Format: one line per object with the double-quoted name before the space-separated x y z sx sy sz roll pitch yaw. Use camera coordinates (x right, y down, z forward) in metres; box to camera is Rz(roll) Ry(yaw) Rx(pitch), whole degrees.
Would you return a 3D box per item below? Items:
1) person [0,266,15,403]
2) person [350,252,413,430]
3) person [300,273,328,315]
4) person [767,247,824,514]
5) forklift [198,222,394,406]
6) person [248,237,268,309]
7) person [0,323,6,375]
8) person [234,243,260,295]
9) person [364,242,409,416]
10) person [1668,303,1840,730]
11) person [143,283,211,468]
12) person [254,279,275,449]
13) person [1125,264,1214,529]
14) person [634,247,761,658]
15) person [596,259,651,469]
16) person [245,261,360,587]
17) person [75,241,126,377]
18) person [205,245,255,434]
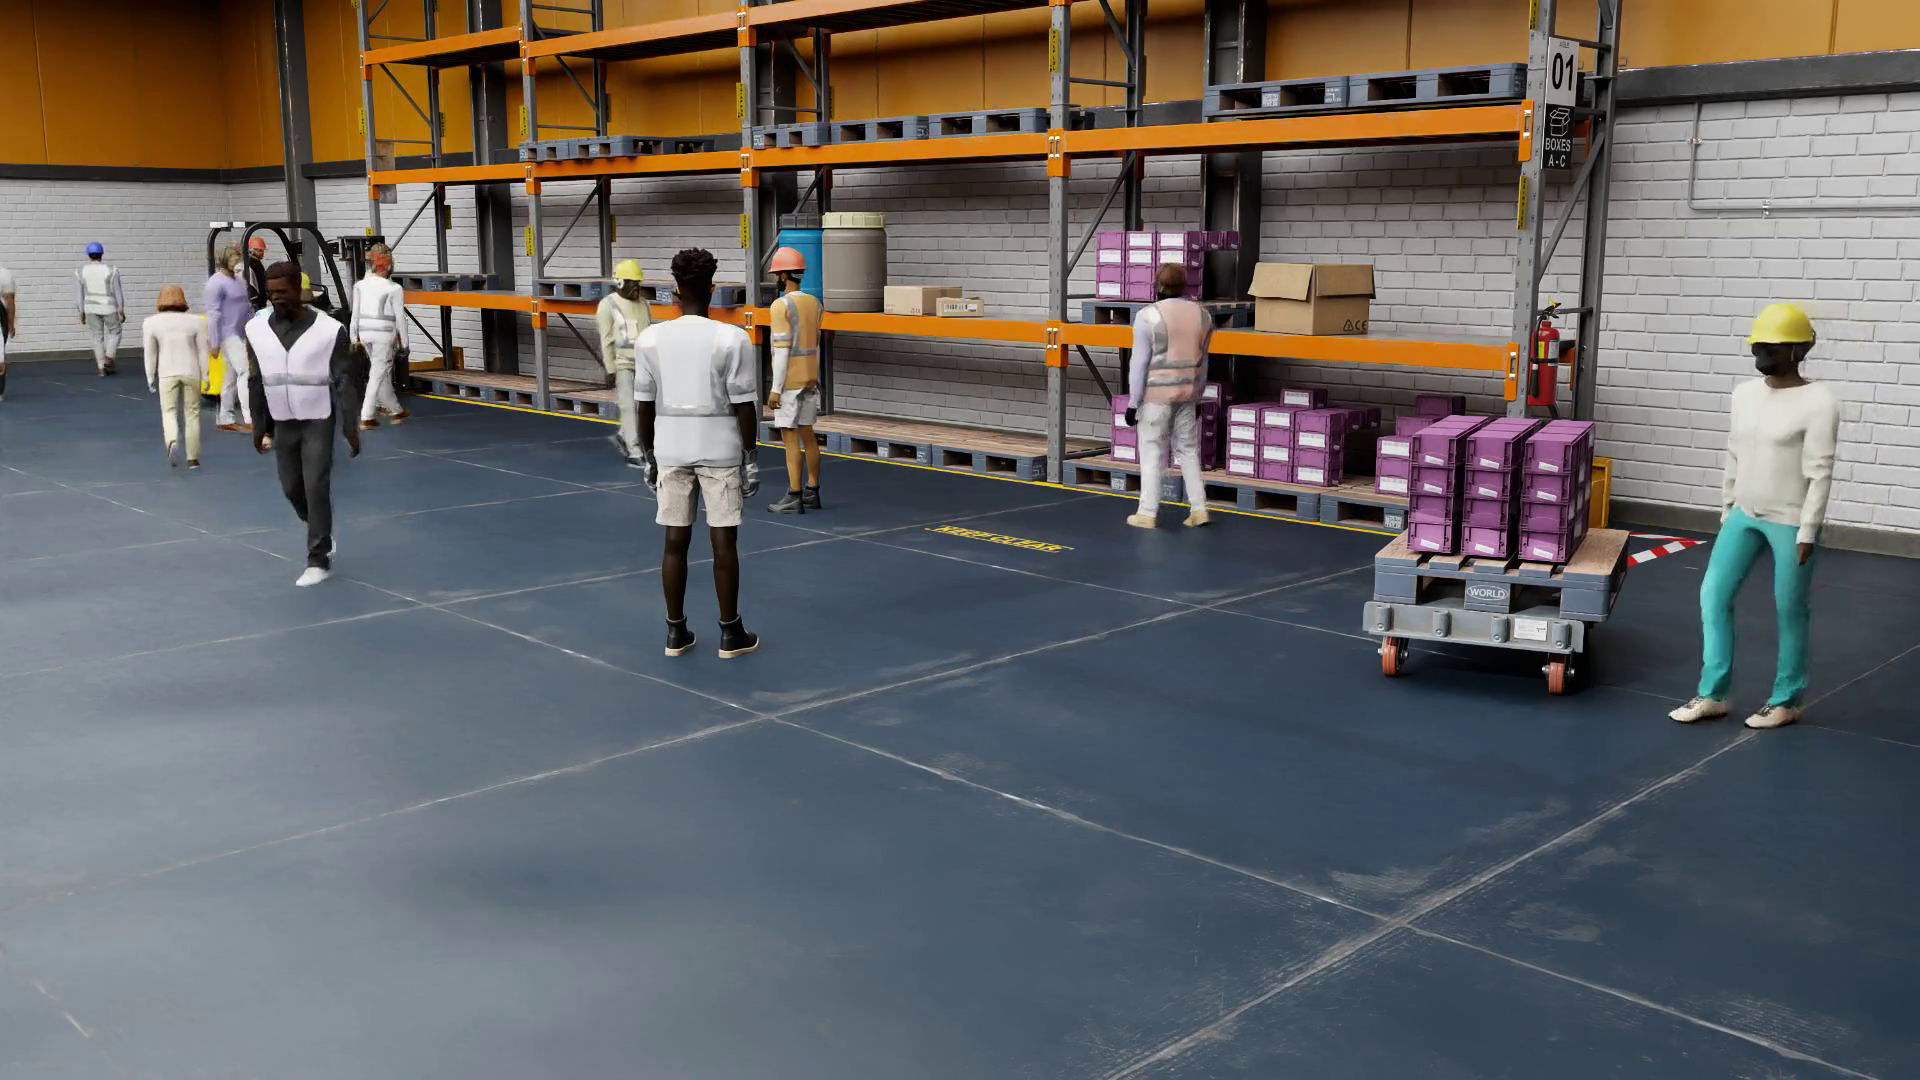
"person" -11.801 -2.673 20.120 0.689 2.000 0.606 -3 11 -16
"person" -6.074 -2.102 17.544 0.589 1.835 0.920 4 11 21
"person" -5.739 -1.470 14.484 0.506 1.697 0.882 -6 12 -31
"person" -1.230 -1.156 12.135 0.364 1.934 0.553 6 12 28
"forklift" -8.169 -2.758 20.163 2.313 2.155 1.214 -10 14 -44
"person" -10.433 -3.497 24.745 0.392 1.991 0.613 -1 10 -7
"person" -9.296 -1.728 15.588 0.600 1.814 0.733 -6 12 -31
"person" -10.414 -3.366 24.270 0.653 1.905 0.408 8 13 39
"person" -6.482 -2.363 18.710 0.370 1.940 0.630 -7 12 -33
"person" 3.204 -0.073 6.713 0.655 1.744 0.547 -5 11 -24
"person" -6.729 -1.396 14.324 0.509 1.621 0.549 -5 11 -23
"person" -6.305 -1.634 15.520 0.535 1.648 0.889 -10 14 -42
"person" 1.443 -0.968 11.458 0.646 1.831 0.549 -5 12 -27
"person" -1.243 -0.406 7.965 0.609 1.964 0.364 2 11 11
"person" -2.898 -1.542 14.568 0.603 1.820 0.600 8 13 36
"person" -3.863 -0.710 9.868 0.636 1.886 0.789 0 10 0
"person" -12.321 -3.306 23.861 0.635 1.929 0.436 -2 11 -11
"person" -7.276 -2.026 16.937 0.771 1.918 0.641 0 10 -2
